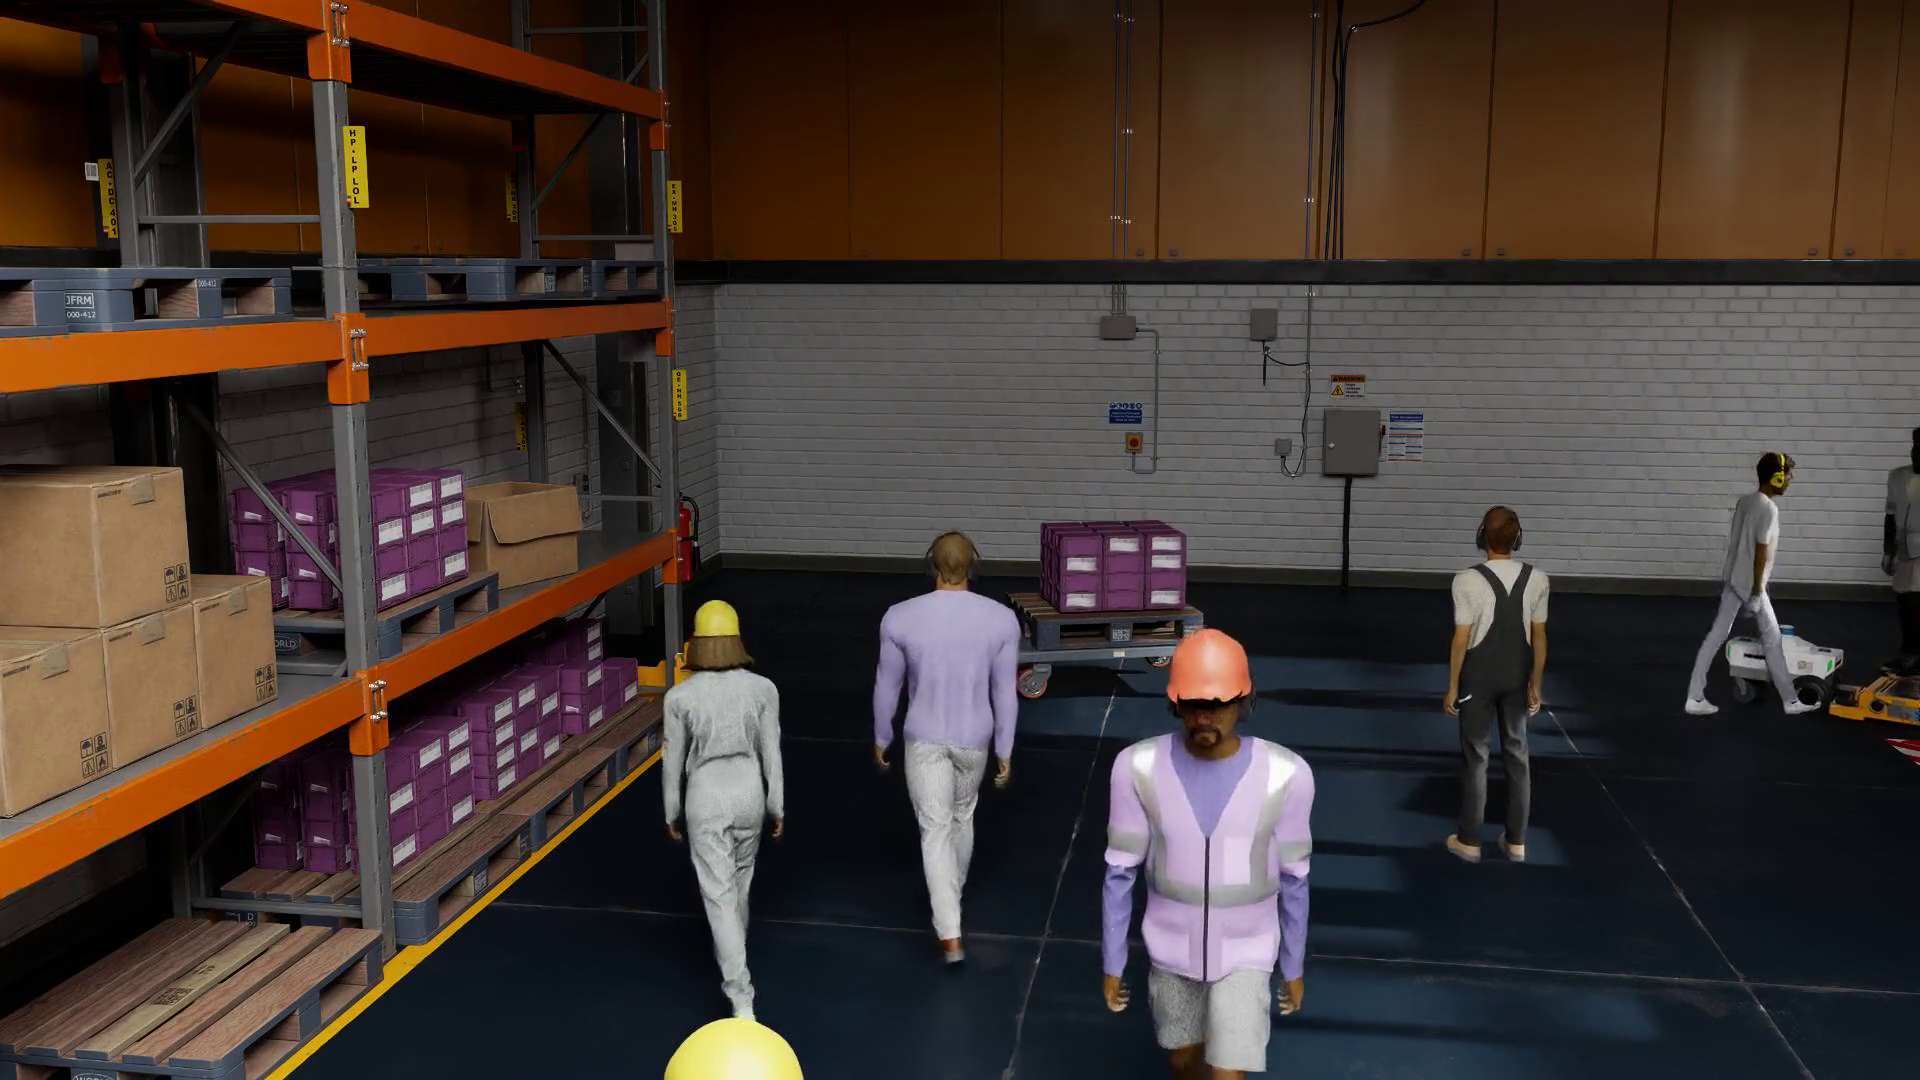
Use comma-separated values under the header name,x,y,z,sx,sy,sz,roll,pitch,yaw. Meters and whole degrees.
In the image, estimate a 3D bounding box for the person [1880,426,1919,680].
name,x,y,z,sx,sy,sz,roll,pitch,yaw
person,7.048,0.104,12.256,0.623,1.925,0.617,-3,10,-16

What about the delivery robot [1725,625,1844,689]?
name,x,y,z,sx,sy,sz,roll,pitch,yaw
delivery robot,5.752,0.836,11.624,0.707,0.478,0.477,8,12,40

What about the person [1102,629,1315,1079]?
name,x,y,z,sx,sy,sz,roll,pitch,yaw
person,0.767,1.217,5.146,0.621,2.006,1.011,2,10,14

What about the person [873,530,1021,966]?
name,x,y,z,sx,sy,sz,roll,pitch,yaw
person,-0.056,0.897,7.431,0.648,1.895,1.012,-1,9,-9

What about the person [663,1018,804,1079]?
name,x,y,z,sx,sy,sz,roll,pitch,yaw
person,-0.305,1.670,2.576,0.585,1.917,0.382,-7,12,-37

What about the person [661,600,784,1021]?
name,x,y,z,sx,sy,sz,roll,pitch,yaw
person,-0.960,1.095,6.827,0.486,1.690,0.916,-4,10,-22

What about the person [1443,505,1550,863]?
name,x,y,z,sx,sy,sz,roll,pitch,yaw
person,2.743,0.740,8.532,0.515,1.843,0.327,-1,9,-5

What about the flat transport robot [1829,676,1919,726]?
name,x,y,z,sx,sy,sz,roll,pitch,yaw
flat transport robot,6.622,1.123,11.009,1.431,0.197,0.652,8,12,40

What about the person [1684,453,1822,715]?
name,x,y,z,sx,sy,sz,roll,pitch,yaw
person,5.409,0.311,11.281,0.984,1.805,0.554,-1,9,-4
